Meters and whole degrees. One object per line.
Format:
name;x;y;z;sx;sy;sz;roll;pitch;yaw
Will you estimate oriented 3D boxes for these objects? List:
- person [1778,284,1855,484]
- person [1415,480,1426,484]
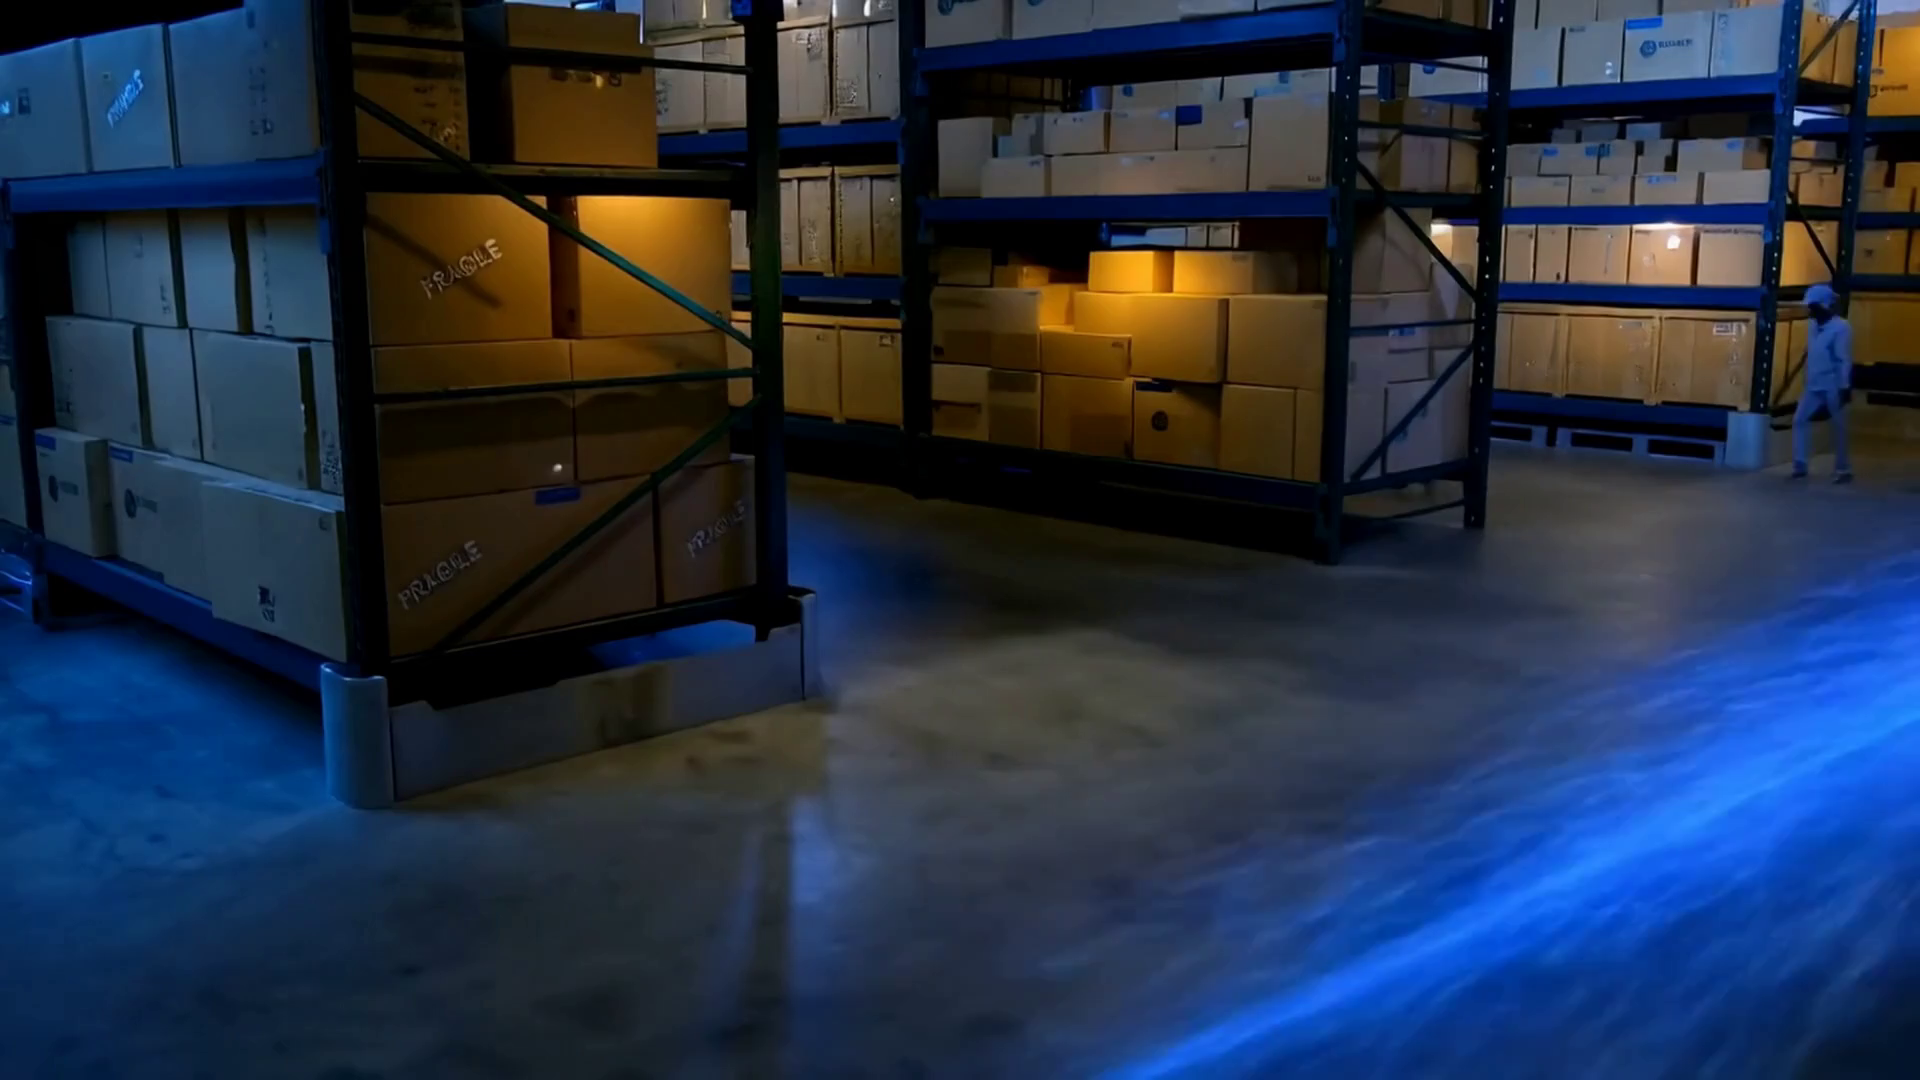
person;7.427;-1.328;14.294;0.678;1.707;0.678;-1;10;-8
person;3.928;-1.358;14.165;0.615;1.810;0.518;-4;11;-19
